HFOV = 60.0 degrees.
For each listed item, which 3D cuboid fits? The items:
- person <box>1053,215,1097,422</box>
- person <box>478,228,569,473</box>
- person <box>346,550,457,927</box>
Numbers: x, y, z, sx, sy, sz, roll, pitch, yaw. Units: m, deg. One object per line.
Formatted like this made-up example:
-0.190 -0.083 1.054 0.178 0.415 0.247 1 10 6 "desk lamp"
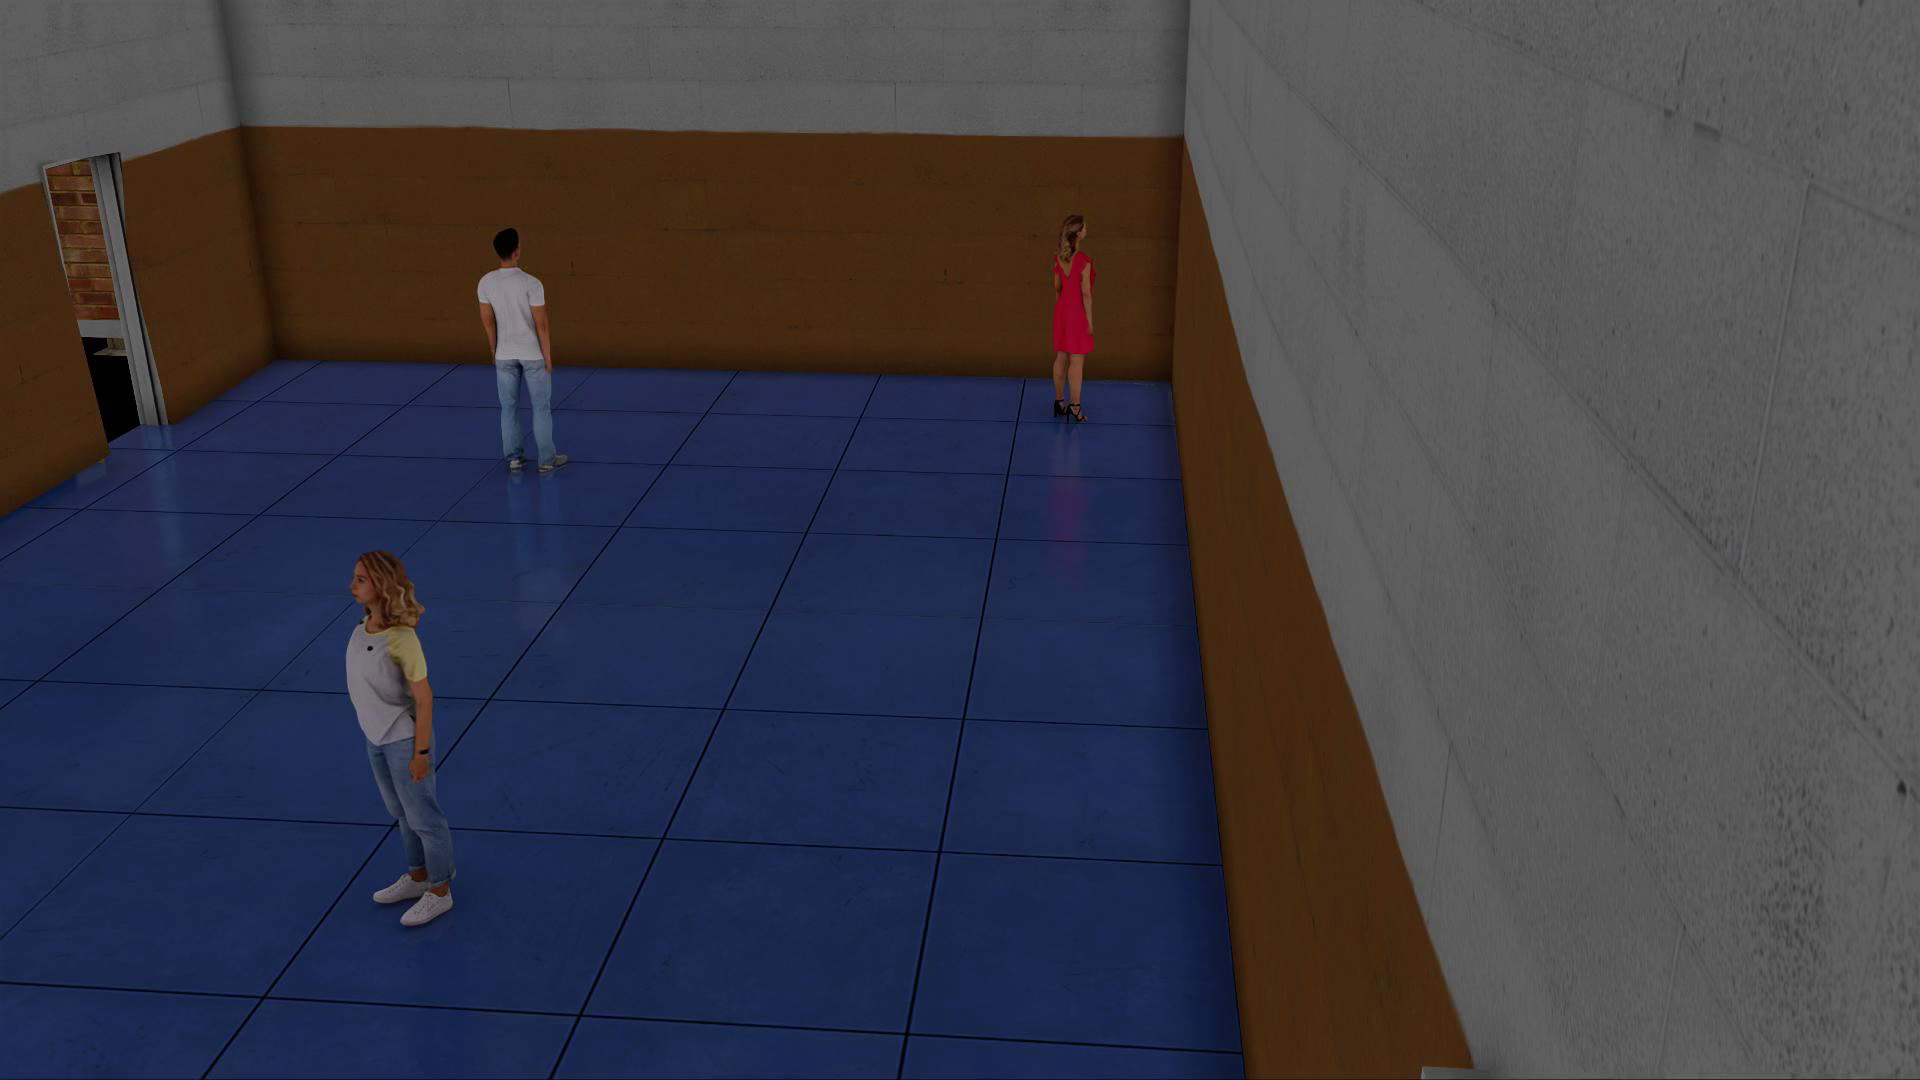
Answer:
0.926 -1.849 13.825 0.714 1.728 0.662 -15 26 -33 "person"
-3.327 -1.425 12.584 0.515 1.866 0.741 3 22 8 "person"
-2.387 0.839 7.120 0.767 1.723 0.696 -19 29 -39 "person"
